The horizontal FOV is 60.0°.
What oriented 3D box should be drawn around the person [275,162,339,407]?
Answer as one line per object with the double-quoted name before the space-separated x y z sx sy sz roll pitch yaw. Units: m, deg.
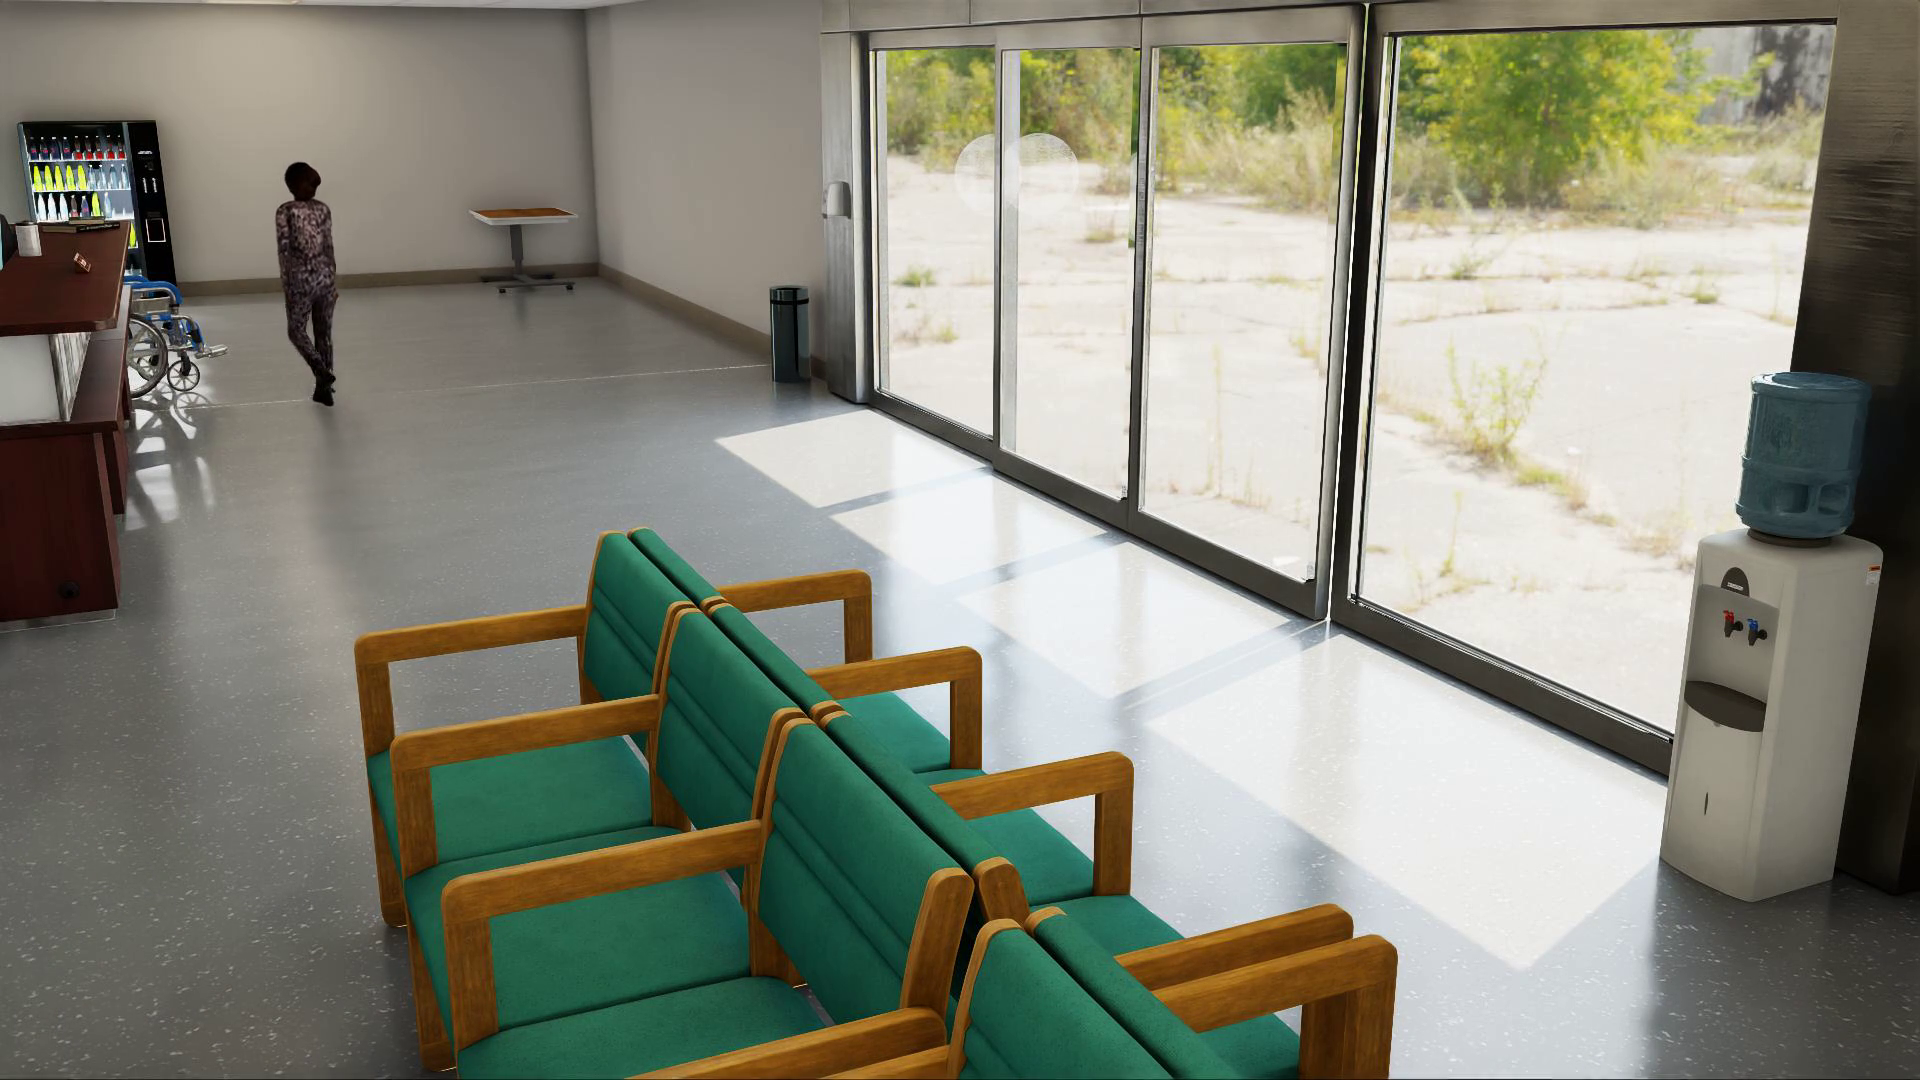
"person" -4.510 -1.772 11.668 0.737 1.708 0.754 -14 21 -41
